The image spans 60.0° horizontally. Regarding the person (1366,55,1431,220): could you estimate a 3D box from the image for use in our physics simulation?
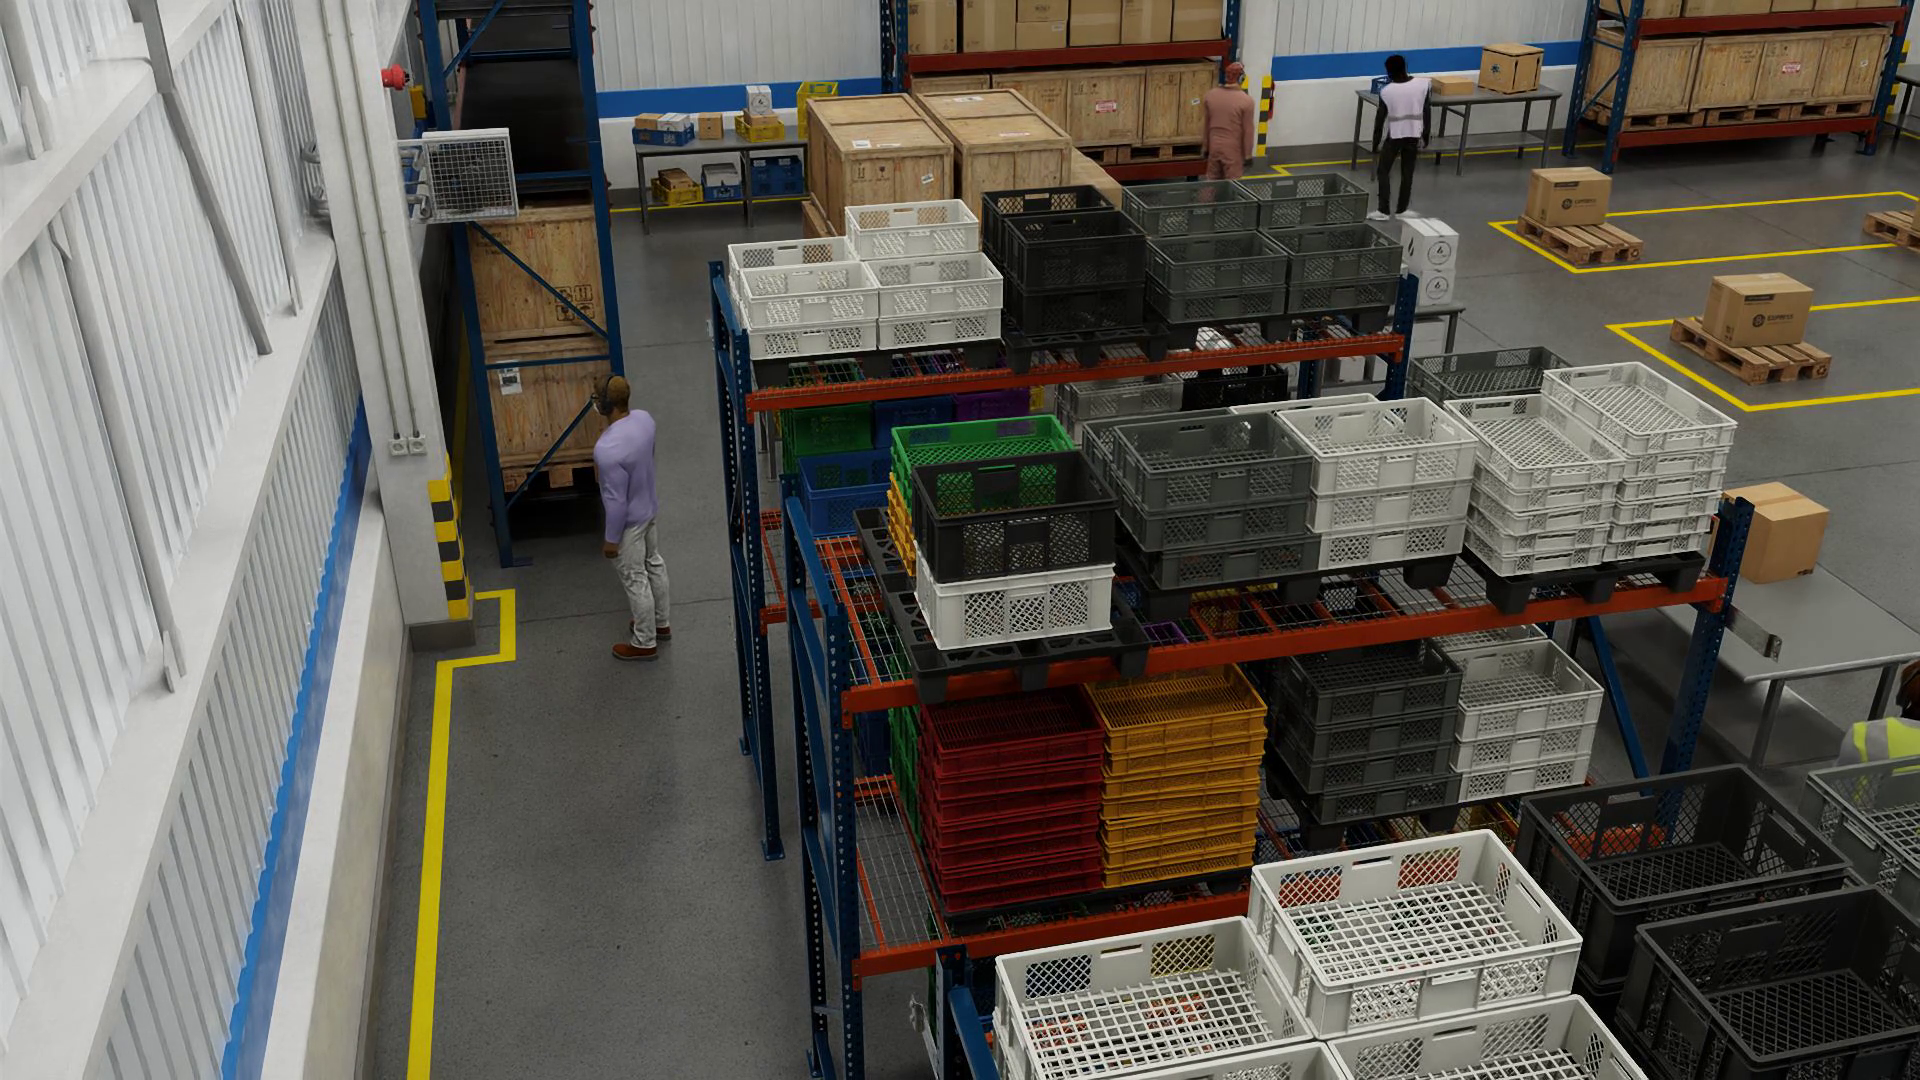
[{"bbox_3d":[5.052,-4.579,19.008,0.683,1.876,0.371,-2,28,-4],"label":"person"}]

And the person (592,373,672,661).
[{"bbox_3d":[-2.085,-0.143,10.512,0.355,1.937,0.635,6,28,12],"label":"person"}]

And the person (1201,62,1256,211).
[{"bbox_3d":[3.003,-4.365,18.580,0.636,1.891,0.410,24,36,38],"label":"person"}]

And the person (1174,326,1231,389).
[{"bbox_3d":[1.754,-0.940,12.082,0.337,1.882,0.585,-15,31,-27],"label":"person"}]

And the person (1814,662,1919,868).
[{"bbox_3d":[4.297,1.379,7.742,0.631,1.836,0.429,5,28,9],"label":"person"}]

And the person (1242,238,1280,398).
[{"bbox_3d":[2.401,-1.547,13.249,0.317,1.872,0.564,-7,29,-14],"label":"person"}]
